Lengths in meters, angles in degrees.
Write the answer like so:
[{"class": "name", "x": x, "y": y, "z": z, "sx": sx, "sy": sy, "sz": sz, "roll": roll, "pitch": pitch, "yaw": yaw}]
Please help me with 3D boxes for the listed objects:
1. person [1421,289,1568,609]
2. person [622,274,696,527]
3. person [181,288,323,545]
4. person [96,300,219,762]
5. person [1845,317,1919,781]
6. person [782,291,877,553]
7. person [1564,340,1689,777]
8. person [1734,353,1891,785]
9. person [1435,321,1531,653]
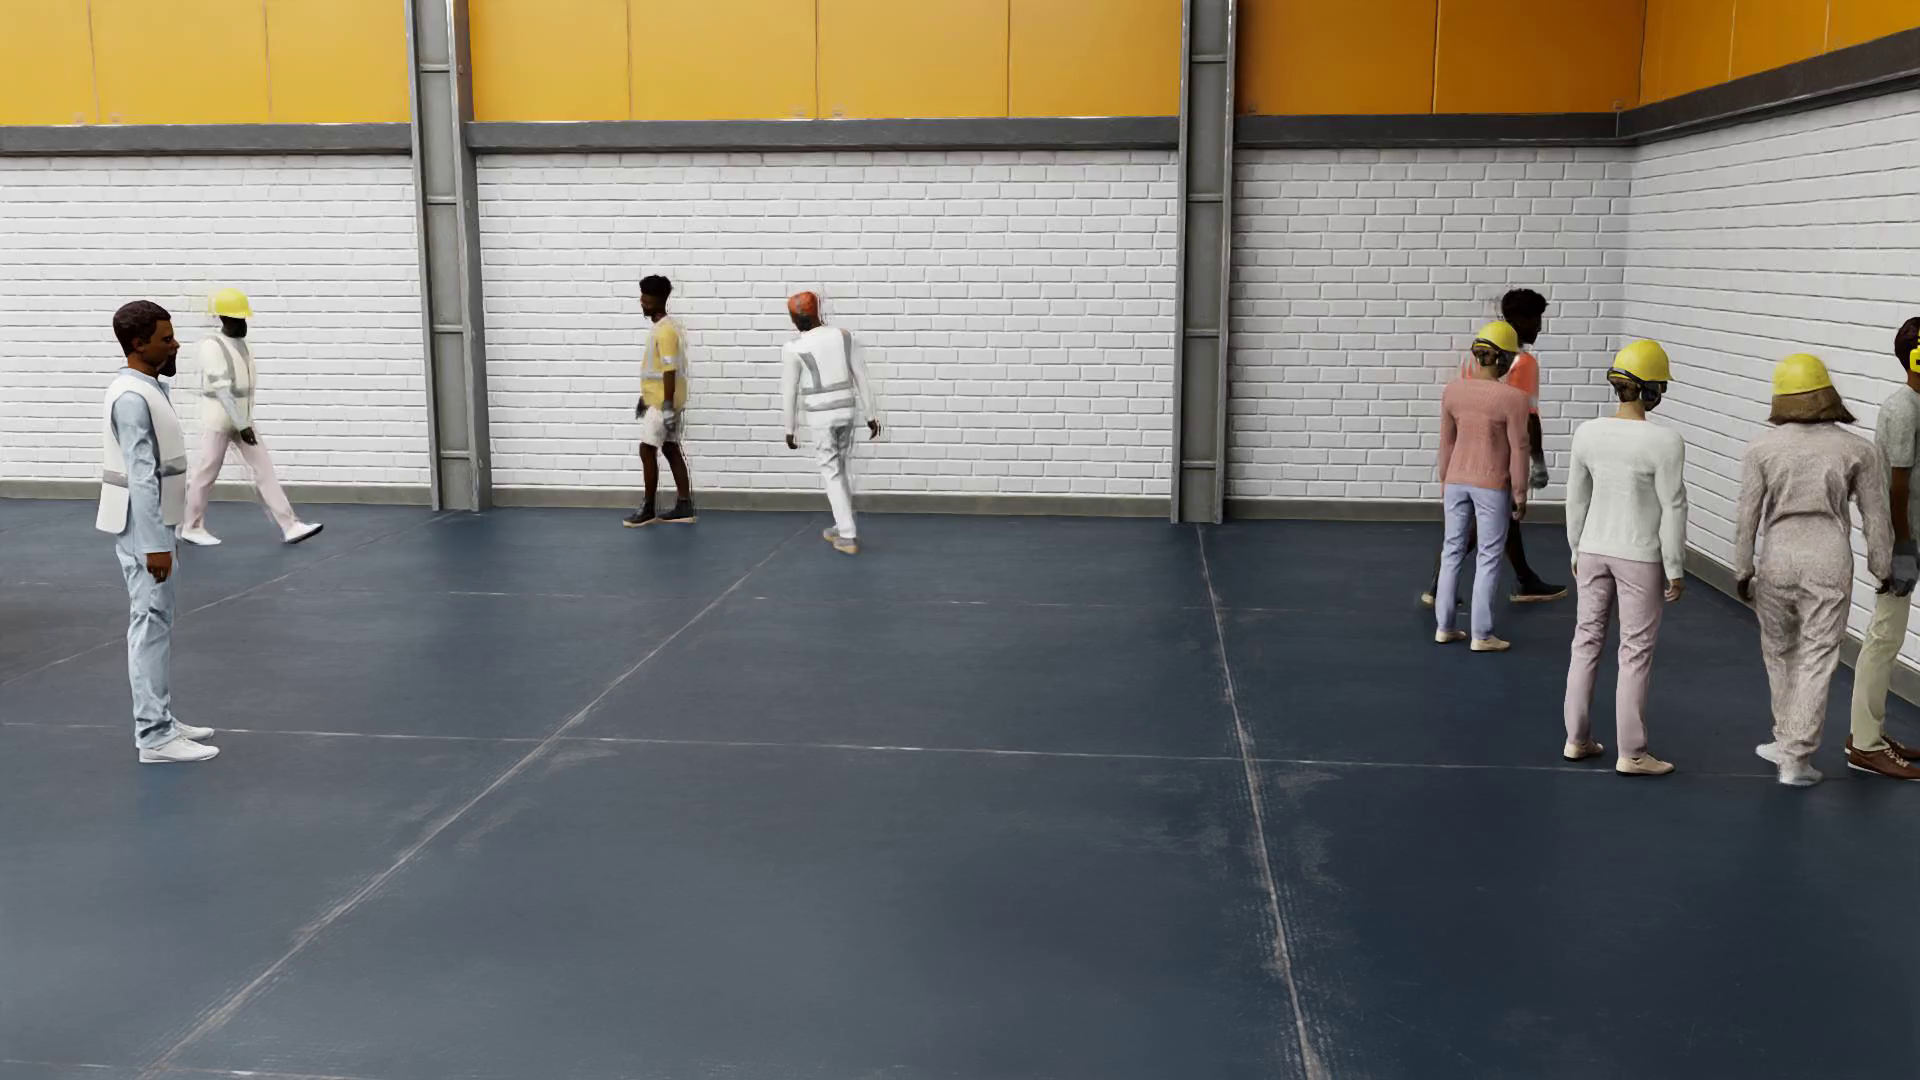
[{"class": "person", "x": 3.187, "y": -0.526, "z": 9.824, "sx": 0.983, "sy": 1.909, "sz": 0.630, "roll": -2, "pitch": 10, "yaw": -9}, {"class": "person", "x": -2.335, "y": -1.074, "z": 12.846, "sx": 0.577, "sy": 1.937, "sz": 0.721, "roll": -2, "pitch": 10, "yaw": -9}, {"class": "person", "x": -5.167, "y": -0.860, "z": 11.877, "sx": 1.063, "sy": 1.853, "sz": 0.589, "roll": 1, "pitch": 10, "yaw": 8}, {"class": "person", "x": -3.386, "y": -0.033, "z": 6.950, "sx": 0.390, "sy": 1.920, "sz": 0.587, "roll": -5, "pitch": 11, "yaw": -25}, {"class": "person", "x": 3.854, "y": 0.022, "z": 6.772, "sx": 0.328, "sy": 1.874, "sz": 0.521, "roll": 6, "pitch": 11, "yaw": 29}, {"class": "person", "x": -0.959, "y": -0.836, "z": 11.773, "sx": 0.659, "sy": 1.833, "sz": 0.650, "roll": -7, "pitch": 12, "yaw": -35}, {"class": "person", "x": 2.712, "y": 0.075, "z": 6.769, "sx": 0.310, "sy": 1.768, "sz": 0.533, "roll": -6, "pitch": 12, "yaw": -32}, {"class": "person", "x": 3.403, "y": 0.122, "z": 6.647, "sx": 0.583, "sy": 1.720, "sz": 0.513, "roll": 5, "pitch": 11, "yaw": 27}, {"class": "person", "x": 2.780, "y": -0.277, "z": 8.828, "sx": 0.342, "sy": 1.755, "sz": 0.532, "roll": -8, "pitch": 13, "yaw": -39}]
